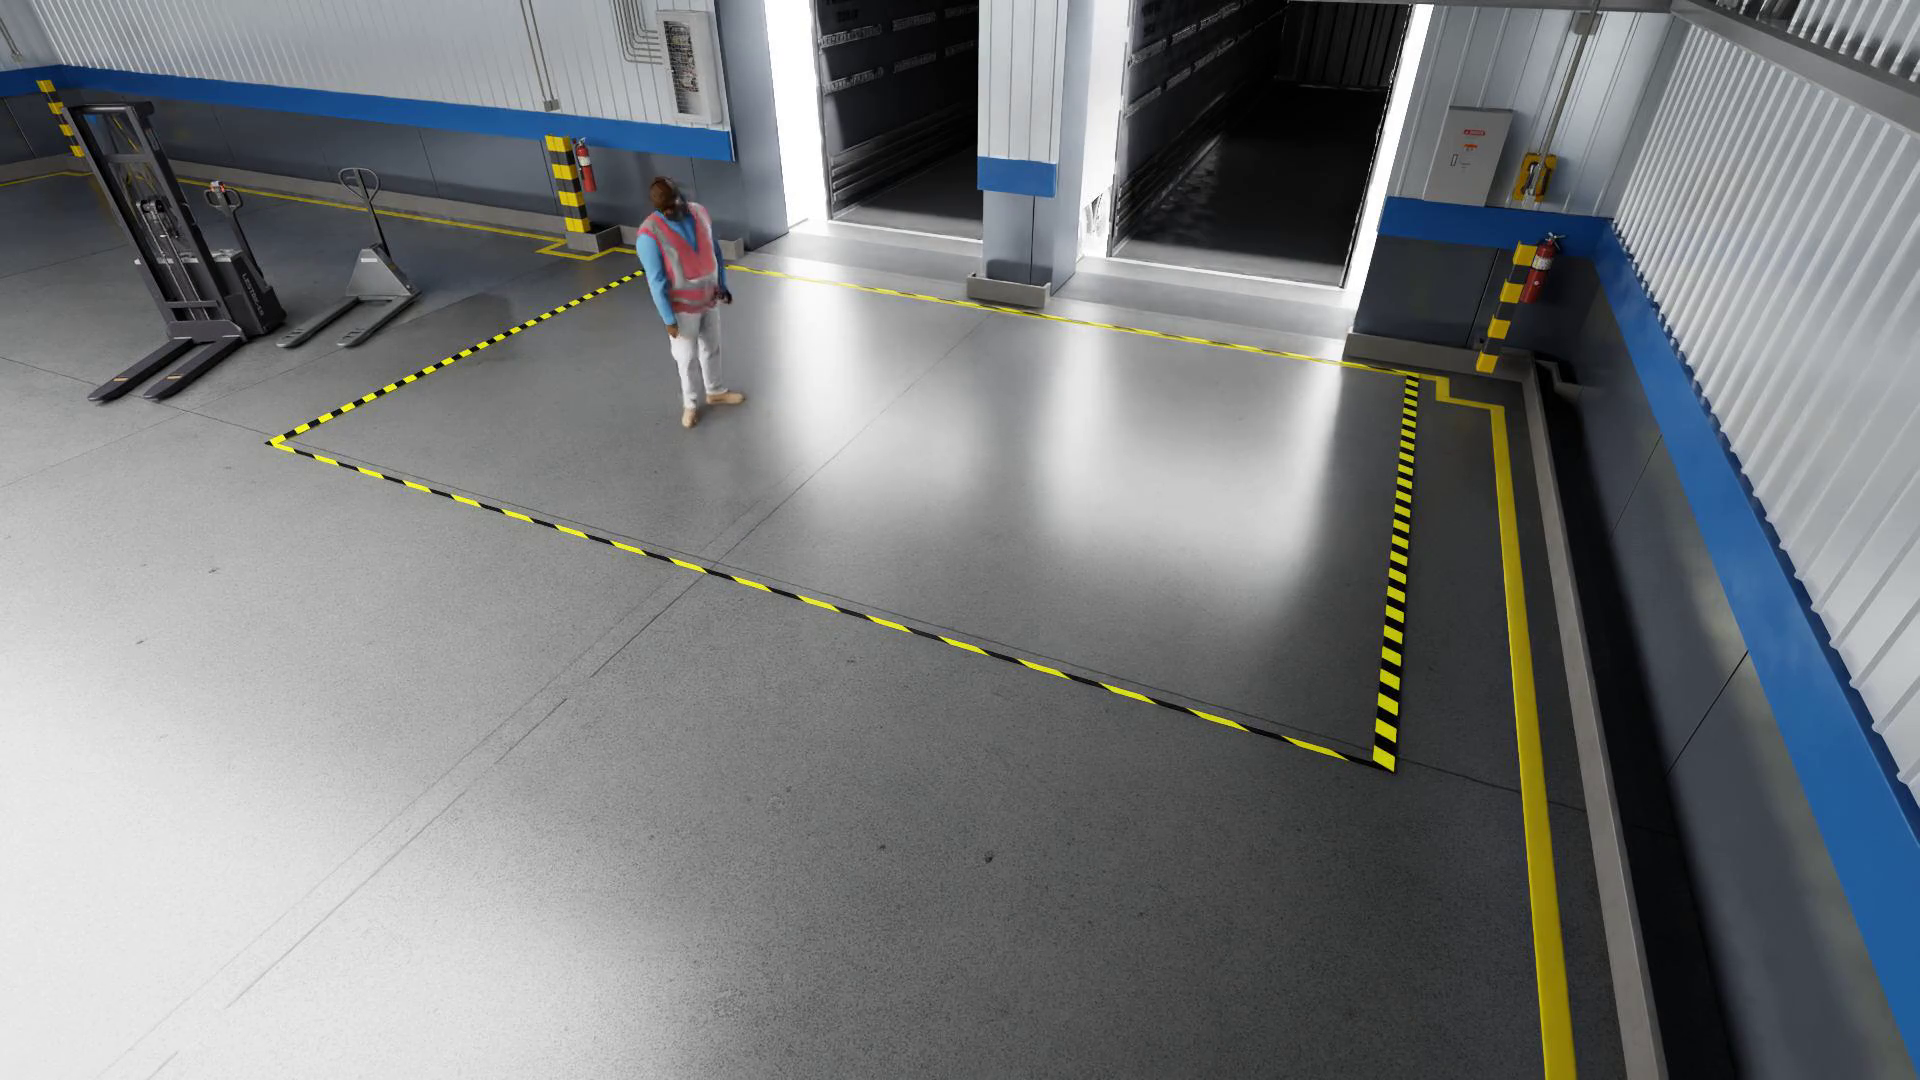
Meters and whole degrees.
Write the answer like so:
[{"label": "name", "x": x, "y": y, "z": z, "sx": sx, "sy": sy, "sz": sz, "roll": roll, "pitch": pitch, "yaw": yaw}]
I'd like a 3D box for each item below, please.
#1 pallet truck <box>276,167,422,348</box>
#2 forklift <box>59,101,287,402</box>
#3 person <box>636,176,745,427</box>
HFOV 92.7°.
[{"label": "pallet truck", "x": -5.732, "y": -2.611, "z": 8.414, "sx": 0.680, "sy": 1.201, "sz": 1.601, "roll": -1, "pitch": 35, "yaw": -1}, {"label": "forklift", "x": -6.686, "y": -2.387, "z": 7.434, "sx": 0.823, "sy": 1.965, "sz": 1.885, "roll": -3, "pitch": 35, "yaw": -5}, {"label": "person", "x": -1.932, "y": -1.711, "z": 6.640, "sx": 0.435, "sy": 1.809, "sz": 0.689, "roll": 20, "pitch": 39, "yaw": 26}]
